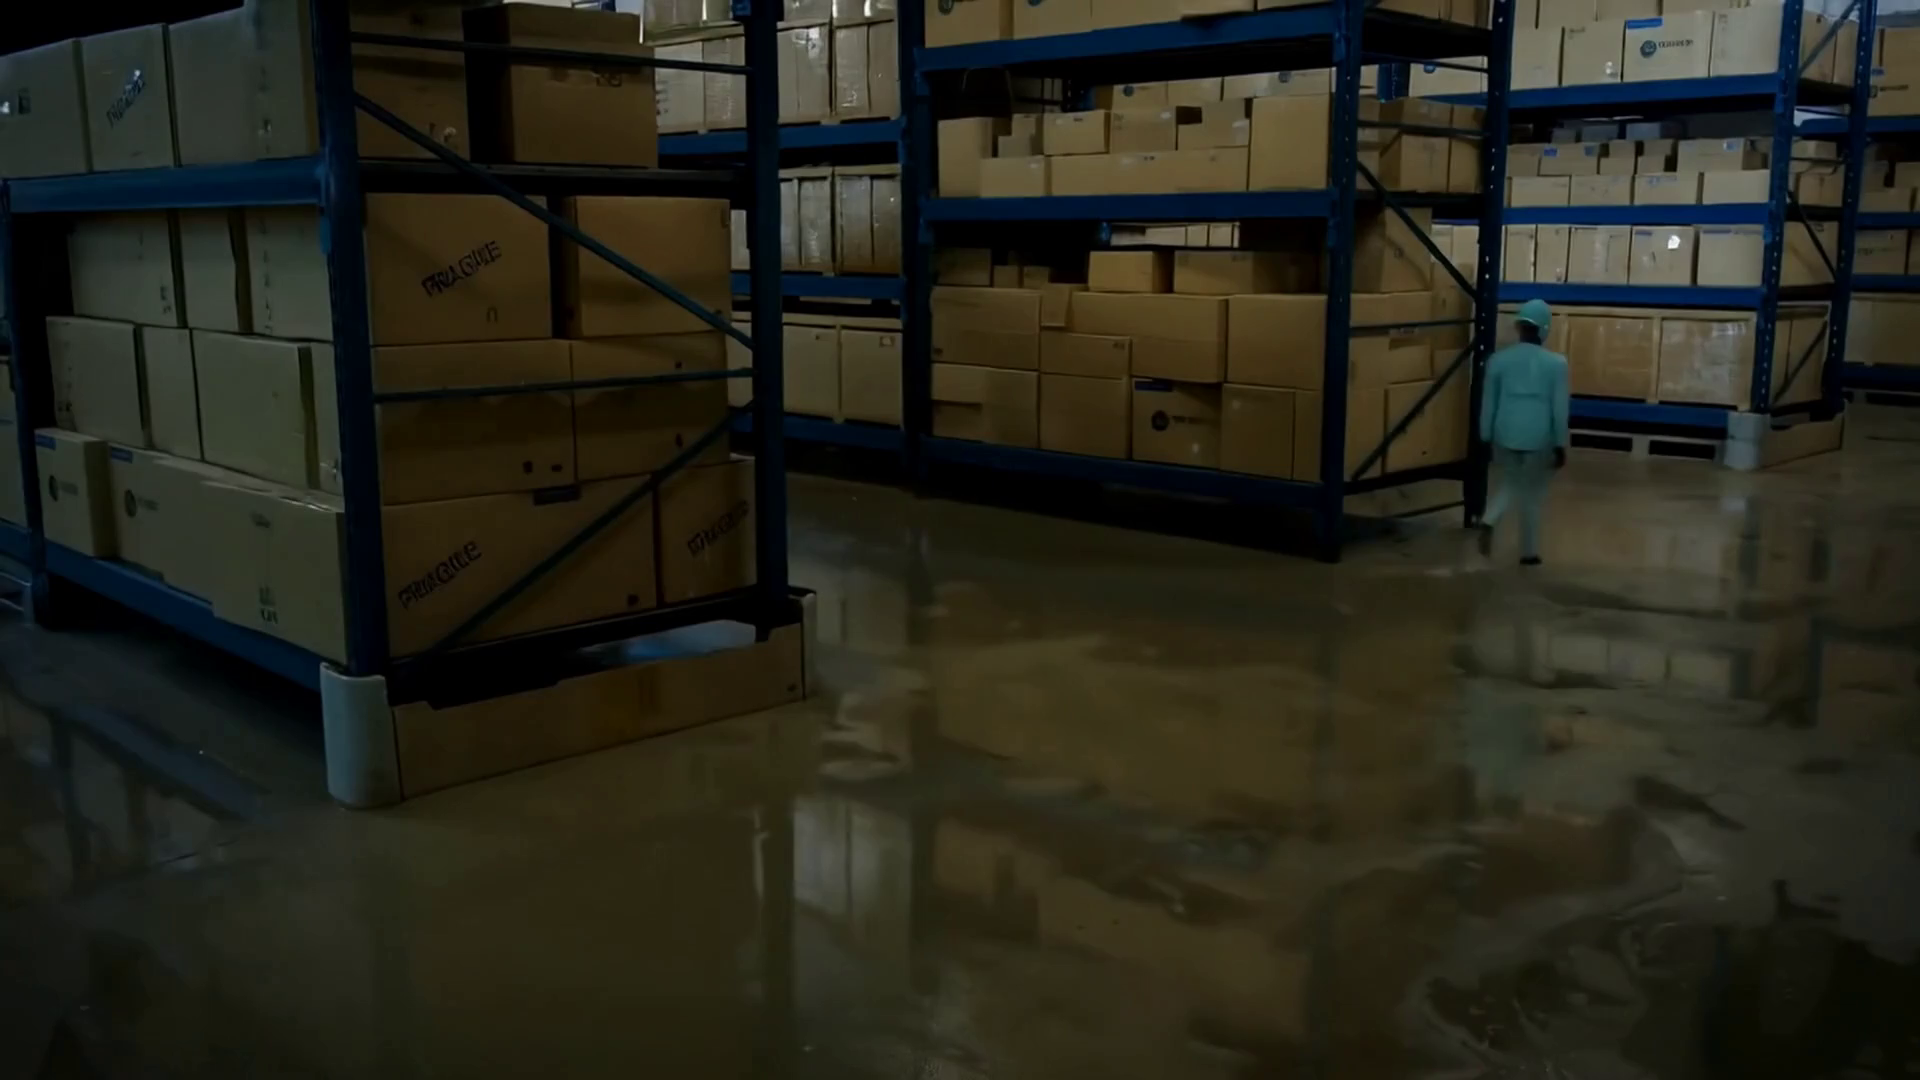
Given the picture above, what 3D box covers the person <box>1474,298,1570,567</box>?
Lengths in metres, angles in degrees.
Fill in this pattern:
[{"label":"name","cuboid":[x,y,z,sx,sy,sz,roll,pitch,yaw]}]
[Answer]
[{"label":"person","cuboid":[3.575,-0.663,10.586,0.555,1.735,0.568,-10,15,-44]}]
